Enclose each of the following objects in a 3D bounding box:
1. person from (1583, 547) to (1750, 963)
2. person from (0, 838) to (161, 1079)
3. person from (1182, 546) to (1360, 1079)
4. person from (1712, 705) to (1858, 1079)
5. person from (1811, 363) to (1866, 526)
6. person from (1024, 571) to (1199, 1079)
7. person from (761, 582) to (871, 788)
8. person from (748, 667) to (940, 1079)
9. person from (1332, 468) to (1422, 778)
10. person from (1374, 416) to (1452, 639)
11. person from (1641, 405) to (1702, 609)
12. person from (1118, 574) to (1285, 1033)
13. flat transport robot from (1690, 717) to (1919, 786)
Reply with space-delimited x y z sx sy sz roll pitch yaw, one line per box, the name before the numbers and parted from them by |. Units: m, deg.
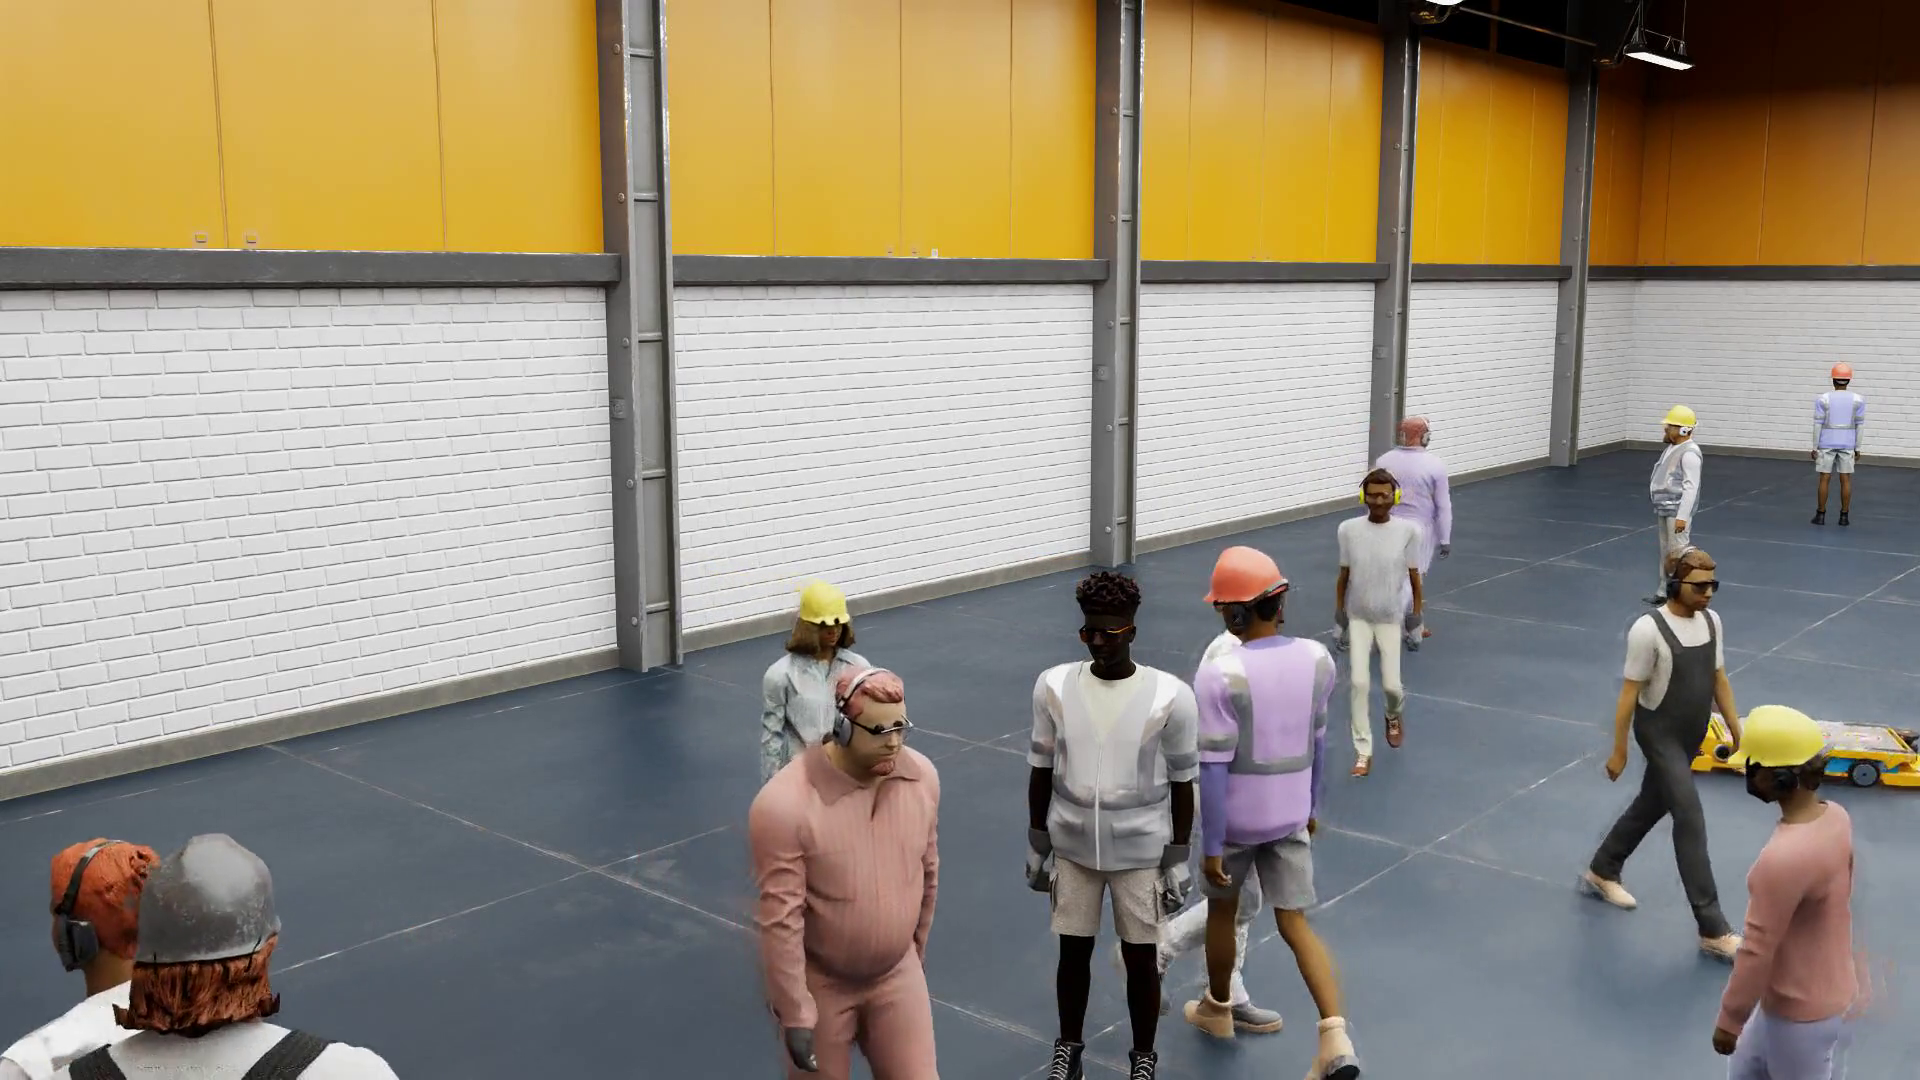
person | 3.216 0.904 7.494 0.521 1.788 1.018 -6 11 -32
person | -1.630 1.518 3.382 0.721 1.868 0.584 3 9 17
person | 1.143 1.023 6.114 0.608 1.997 0.986 -4 10 -22
person | 2.374 1.332 4.922 0.722 1.729 0.541 8 12 42
person | 10.433 -1.135 19.795 0.547 1.942 0.350 3 10 19
person | 0.520 1.074 5.849 0.613 1.965 0.361 3 10 18
person | -0.512 1.035 6.828 0.507 1.717 0.711 -6 11 -34
person | -0.315 1.277 4.876 0.653 1.880 0.496 -6 11 -32
person | 2.515 0.467 10.019 0.527 1.852 0.621 3 10 20
person | 3.570 -0.057 13.279 0.923 1.872 0.640 -8 12 -42
person | 6.309 -0.273 14.715 0.403 1.837 0.590 1 9 5
person | 0.980 1.018 6.529 0.552 1.858 0.649 2 9 12
flat transport robot | 5.040 1.252 10.037 1.431 0.197 0.652 3 9 16
